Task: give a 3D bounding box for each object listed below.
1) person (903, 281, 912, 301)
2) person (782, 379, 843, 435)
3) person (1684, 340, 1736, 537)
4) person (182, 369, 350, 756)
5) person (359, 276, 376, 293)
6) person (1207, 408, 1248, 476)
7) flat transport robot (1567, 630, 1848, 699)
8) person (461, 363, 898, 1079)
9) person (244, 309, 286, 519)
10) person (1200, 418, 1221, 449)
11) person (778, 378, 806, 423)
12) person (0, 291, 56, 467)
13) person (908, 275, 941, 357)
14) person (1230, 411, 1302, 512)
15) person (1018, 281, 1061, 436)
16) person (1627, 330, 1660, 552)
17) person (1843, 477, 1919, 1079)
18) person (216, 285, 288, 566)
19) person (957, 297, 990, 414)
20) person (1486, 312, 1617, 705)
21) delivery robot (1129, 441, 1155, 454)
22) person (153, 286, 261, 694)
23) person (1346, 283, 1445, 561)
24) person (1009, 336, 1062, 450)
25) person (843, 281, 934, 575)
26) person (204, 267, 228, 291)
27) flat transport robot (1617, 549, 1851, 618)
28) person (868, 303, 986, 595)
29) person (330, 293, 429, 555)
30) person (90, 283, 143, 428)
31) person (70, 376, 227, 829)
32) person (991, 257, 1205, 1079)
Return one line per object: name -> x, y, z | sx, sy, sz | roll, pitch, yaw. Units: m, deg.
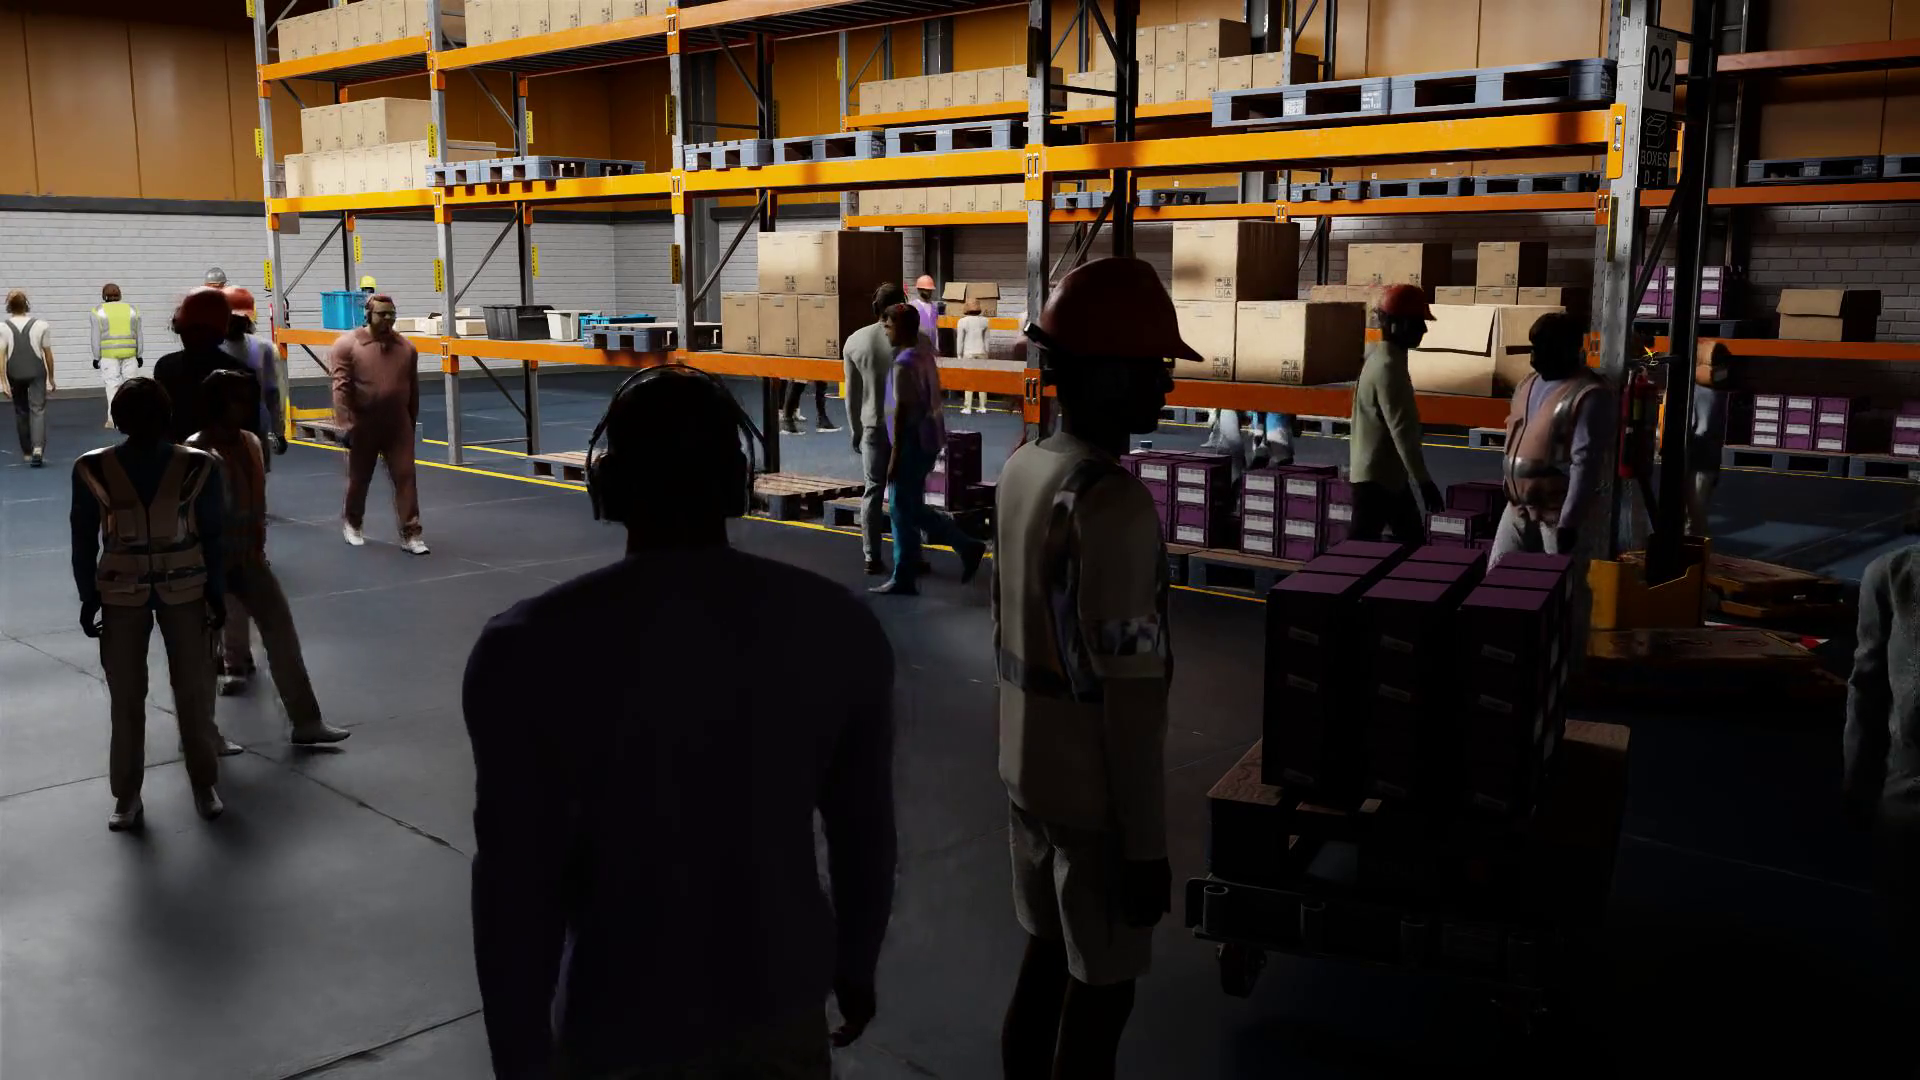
person -> -0.771, -2.124, 19.697 | 0.961, 1.901, 0.562 | 6, 11, 32
person -> -1.791, -2.247, 20.353 | 0.877, 1.909, 0.749 | -1, 9, -5
person -> 4.396, -0.409, 10.068 | 0.549, 1.603, 0.507 | -8, 12, -41
person -> -2.912, 0.112, 6.832 | 0.744, 1.608, 0.510 | 2, 10, 13
person -> -8.101, -2.659, 22.863 | 0.595, 1.925, 0.371 | -7, 11, -36
person -> 2.349, -1.036, 13.926 | 0.871, 1.579, 0.515 | 9, 13, 44
flat transport robot -> 3.431, 0.588, 8.021 | 1.431, 0.197, 0.652 | 0, 9, -1
person -> -0.407, 0.679, 2.527 | 0.662, 1.878, 1.043 | -4, 10, -24
person -> -5.741, -1.029, 13.375 | 0.576, 1.780, 0.959 | -6, 11, -33
person -> 2.936, -1.906, 18.748 | 0.523, 1.767, 0.313 | -6, 11, -31
person -> -2.240, -2.388, 21.933 | 0.321, 1.689, 0.530 | 9, 13, 43
person -> -9.594, -1.655, 17.100 | 0.514, 1.812, 0.924 | -5, 10, -26
person -> -0.486, -2.661, 22.842 | 0.551, 1.935, 0.374 | -8, 12, -39
person -> 2.394, -0.903, 12.933 | 0.830, 1.658, 0.530 | 3, 10, 19
person -> 0.959, -1.737, 17.328 | 0.681, 1.885, 0.663 | -5, 10, -27
person -> 4.526, -0.642, 11.463 | 0.518, 1.615, 0.748 | -3, 10, -17
person -> 2.313, 0.558, 3.797 | 0.740, 1.720, 0.492 | -7, 12, -38
person -> -4.833, -0.749, 11.187 | 0.412, 1.915, 0.551 | 9, 13, 43
person -> 0.186, -2.575, 23.278 | 0.493, 1.625, 0.281 | -4, 10, -21
person -> 2.588, -0.118, 7.592 | 0.721, 1.818, 0.644 | -3, 10, -19
delivery robot -> 1.581, -0.601, 14.154 | 0.477, 0.478, 0.707 | -6, 11, -35
person -> -3.573, -0.239, 7.995 | 0.694, 1.943, 0.524 | 5, 10, 26
person -> 2.244, -0.317, 8.450 | 1.007, 1.938, 0.622 | 3, 10, 17
person -> 0.681, -1.332, 15.381 | 0.529, 1.718, 0.925 | -7, 11, -36
person -> -0.451, -0.724, 10.965 | 0.630, 1.940, 0.372 | 2, 10, 15
person -> -9.415, -2.454, 21.259 | 0.687, 2.000, 0.538 | 3, 10, 20
flat transport robot -> 4.611, 0.239, 10.161 | 0.652, 0.197, 1.431 | -3, 10, -18
person -> -0.222, -0.542, 10.238 | 0.630, 1.821, 0.568 | 2, 9, 12
person -> -4.198, -0.845, 11.960 | 0.651, 1.862, 0.986 | -7, 12, -36
person -> -10.740, -2.343, 21.196 | 0.429, 1.839, 0.634 | 9, 13, 43
person -> -2.949, 0.223, 6.084 | 0.512, 1.637, 0.307 | -4, 10, -25
person -> 0.274, 0.477, 3.282 | 0.378, 2.041, 0.616 | -3, 10, -18
